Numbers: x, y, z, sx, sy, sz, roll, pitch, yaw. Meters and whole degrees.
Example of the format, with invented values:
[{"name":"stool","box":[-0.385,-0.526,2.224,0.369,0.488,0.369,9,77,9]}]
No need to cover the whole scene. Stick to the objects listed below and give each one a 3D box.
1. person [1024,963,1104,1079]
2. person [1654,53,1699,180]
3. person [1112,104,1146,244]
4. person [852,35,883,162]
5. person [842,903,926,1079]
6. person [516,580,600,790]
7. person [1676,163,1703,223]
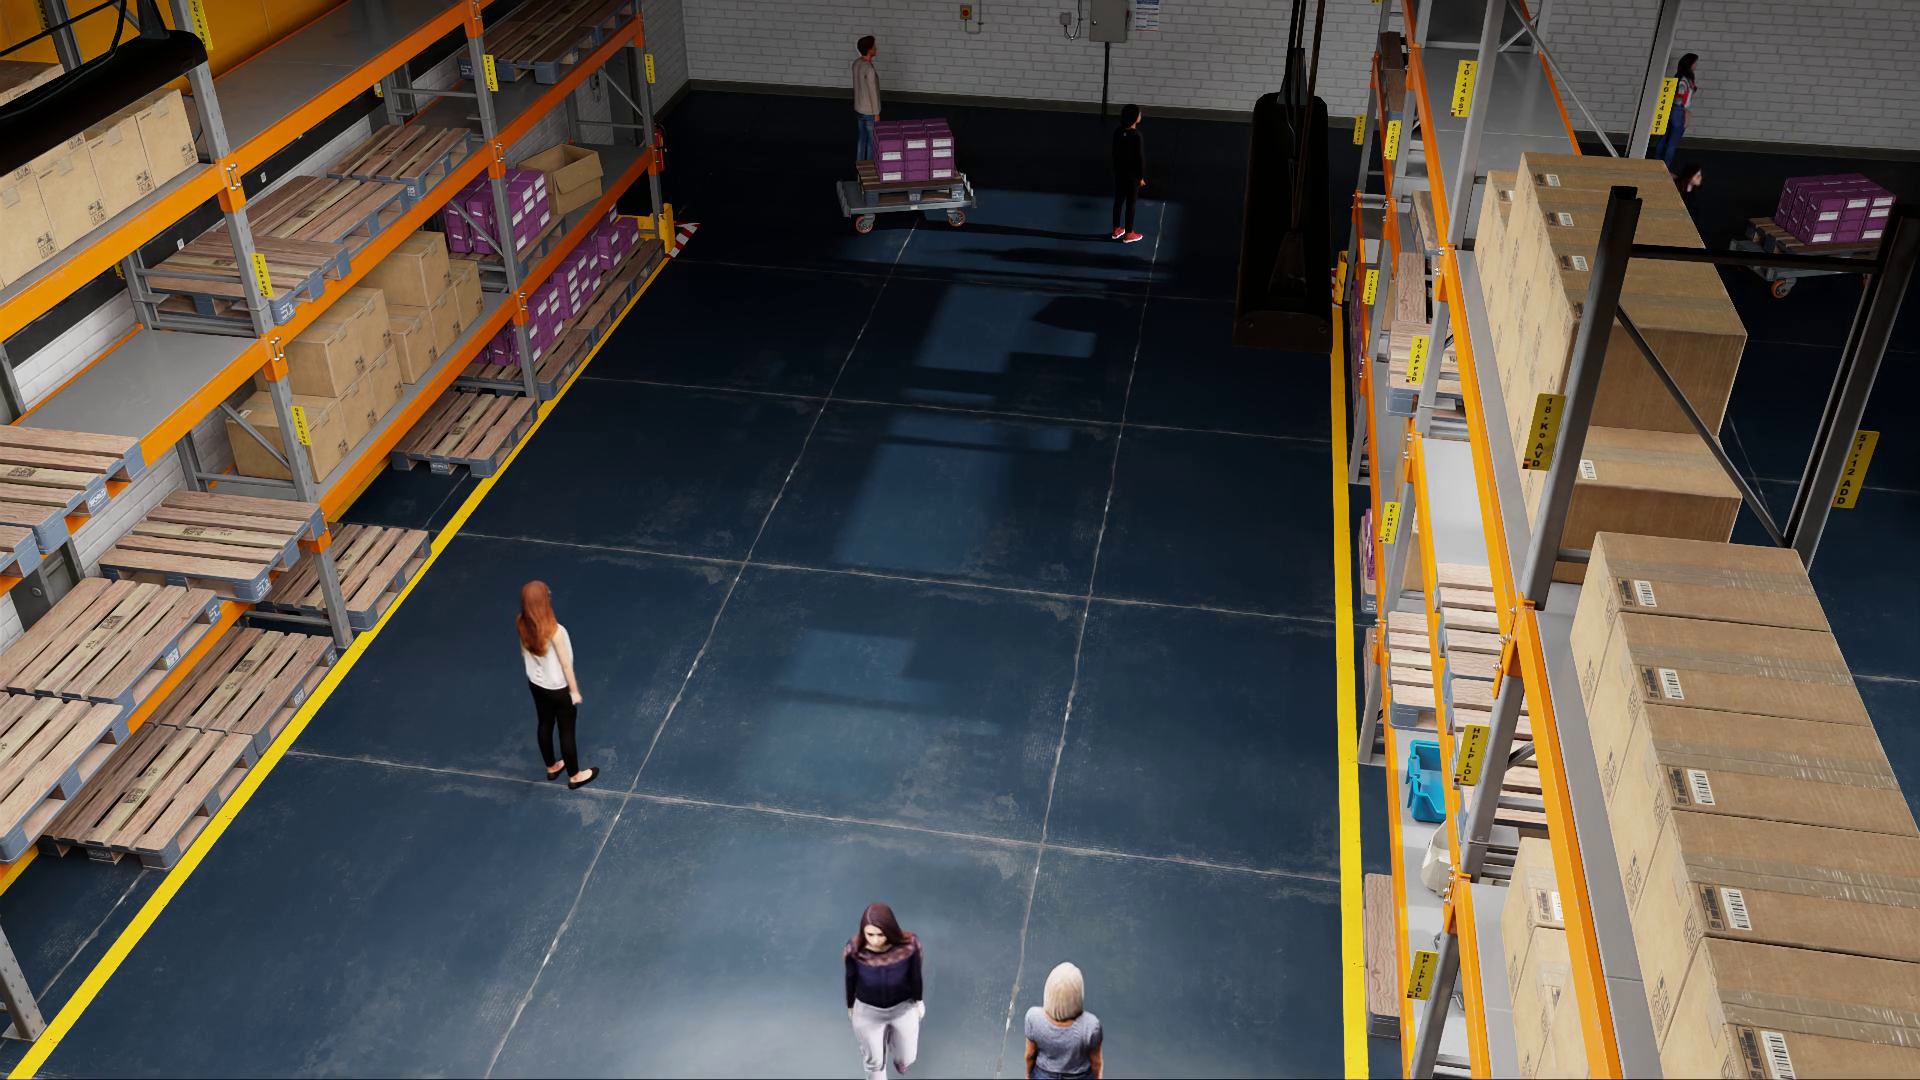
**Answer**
[{"name":"person","box":[0.548,2.882,8.849,0.581,1.722,0.502,6,34,10]},{"name":"person","box":[9.283,-5.505,21.566,0.712,1.612,0.569,-6,34,-10]},{"name":"person","box":[2.000,-4.378,19.813,0.680,1.675,0.699,28,43,35]},{"name":"person","box":[-1.184,-5.510,21.311,0.814,1.903,0.733,-18,38,-25]},{"name":"person","box":[-0.417,2.609,9.373,0.699,1.596,0.831,-1,34,-2]},{"name":"person","box":[-2.872,1.014,11.660,0.642,1.722,0.626,19,38,27]},{"name":"person","box":[7.821,-3.399,18.383,0.819,1.628,0.817,19,38,26]}]
